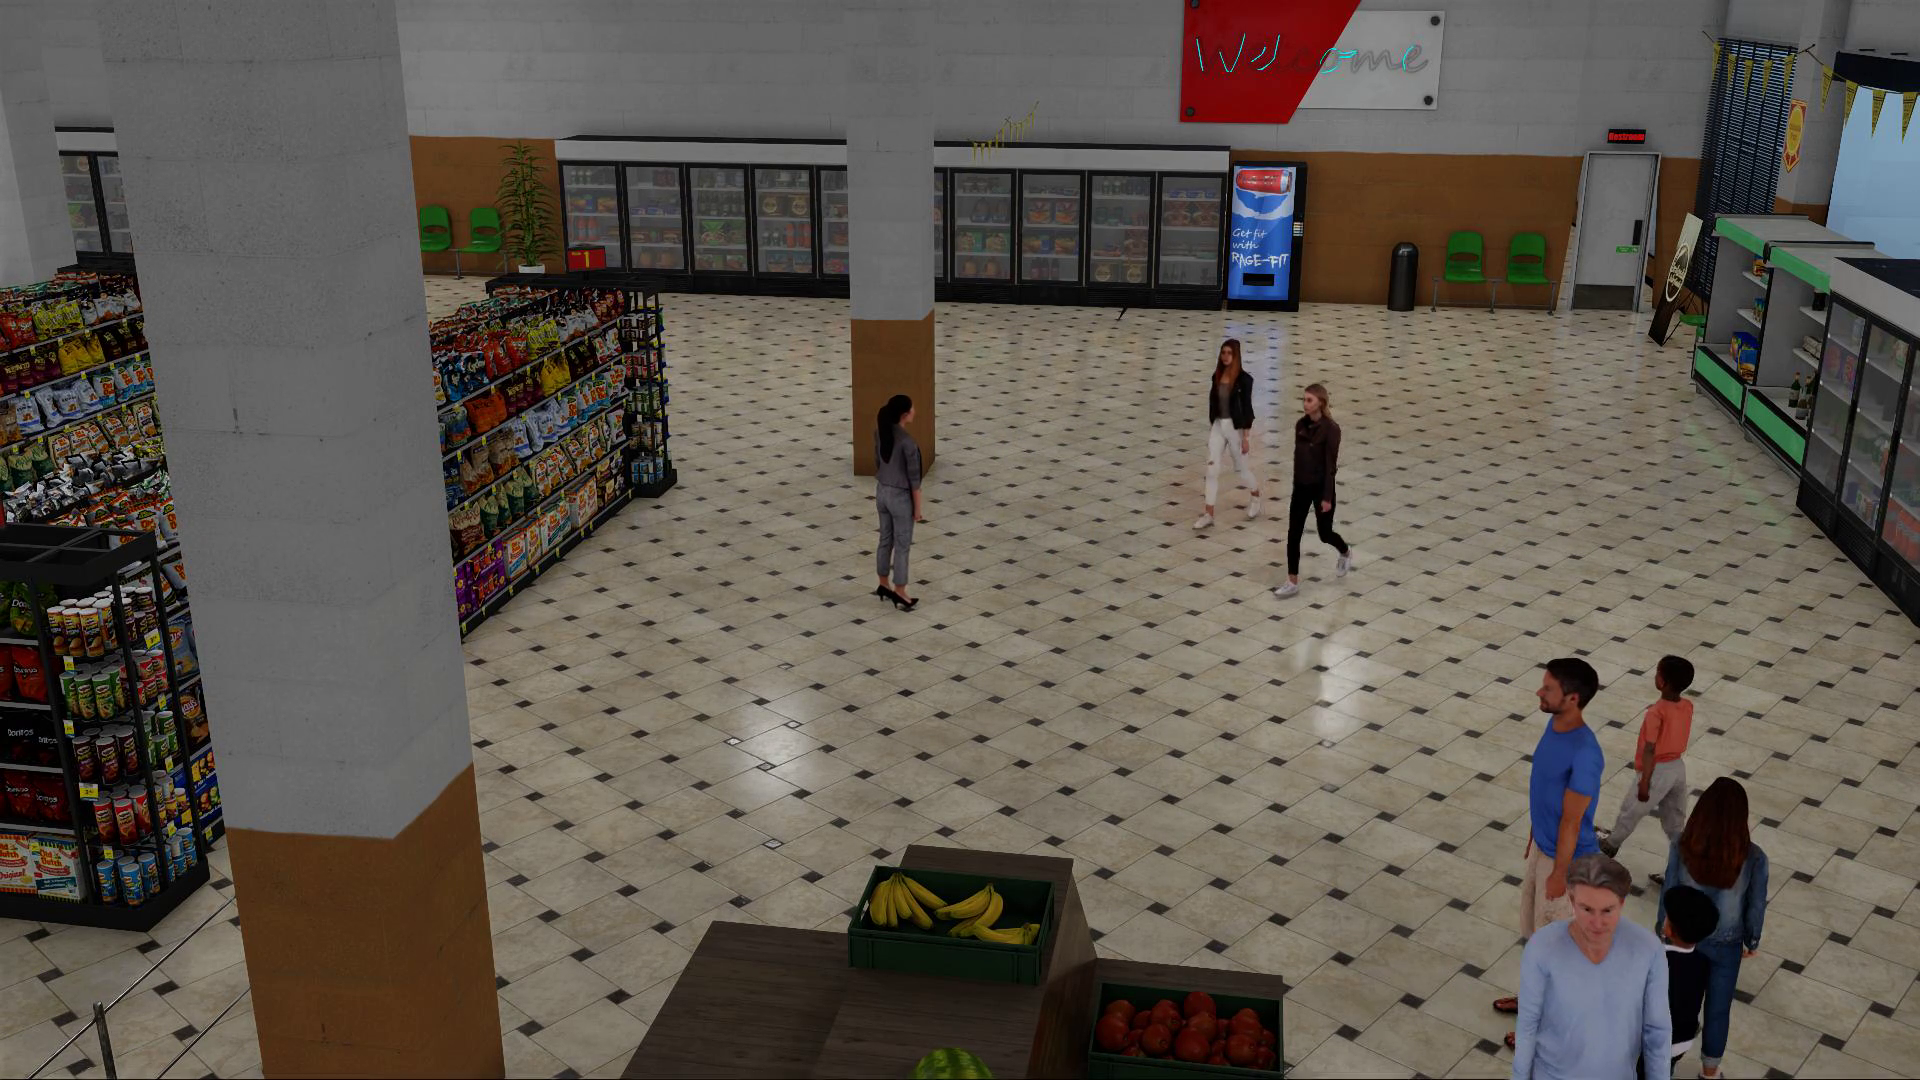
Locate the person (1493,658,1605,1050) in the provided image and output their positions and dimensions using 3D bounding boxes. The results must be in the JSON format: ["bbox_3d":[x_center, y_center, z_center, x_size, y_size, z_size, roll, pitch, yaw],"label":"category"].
[{"bbox_3d":[2.694,1.397,7.440,0.735,1.861,0.555,0,19,1],"label":"person"}]

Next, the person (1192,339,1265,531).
[{"bbox_3d":[2.432,-0.934,14.652,1.010,1.670,1.192,16,24,39],"label":"person"}]

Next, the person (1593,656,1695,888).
[{"bbox_3d":[3.738,1.260,8.753,0.798,1.281,0.950,-8,20,-21],"label":"person"}]

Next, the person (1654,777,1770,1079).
[{"bbox_3d":[3.205,1.698,7.147,0.615,1.477,0.579,8,20,23],"label":"person"}]

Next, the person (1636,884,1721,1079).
[{"bbox_3d":[2.887,1.975,6.729,0.655,1.219,0.737,-7,20,-19],"label":"person"}]

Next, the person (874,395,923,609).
[{"bbox_3d":[-0.497,-0.294,12.746,0.756,1.674,0.721,-17,25,-41],"label":"person"}]

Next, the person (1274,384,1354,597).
[{"bbox_3d":[2.836,-0.387,13.011,1.113,1.682,1.010,-15,24,-37],"label":"person"}]

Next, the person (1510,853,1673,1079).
[{"bbox_3d":[2.185,1.915,5.930,0.837,1.844,1.335,-1,19,-1],"label":"person"}]
